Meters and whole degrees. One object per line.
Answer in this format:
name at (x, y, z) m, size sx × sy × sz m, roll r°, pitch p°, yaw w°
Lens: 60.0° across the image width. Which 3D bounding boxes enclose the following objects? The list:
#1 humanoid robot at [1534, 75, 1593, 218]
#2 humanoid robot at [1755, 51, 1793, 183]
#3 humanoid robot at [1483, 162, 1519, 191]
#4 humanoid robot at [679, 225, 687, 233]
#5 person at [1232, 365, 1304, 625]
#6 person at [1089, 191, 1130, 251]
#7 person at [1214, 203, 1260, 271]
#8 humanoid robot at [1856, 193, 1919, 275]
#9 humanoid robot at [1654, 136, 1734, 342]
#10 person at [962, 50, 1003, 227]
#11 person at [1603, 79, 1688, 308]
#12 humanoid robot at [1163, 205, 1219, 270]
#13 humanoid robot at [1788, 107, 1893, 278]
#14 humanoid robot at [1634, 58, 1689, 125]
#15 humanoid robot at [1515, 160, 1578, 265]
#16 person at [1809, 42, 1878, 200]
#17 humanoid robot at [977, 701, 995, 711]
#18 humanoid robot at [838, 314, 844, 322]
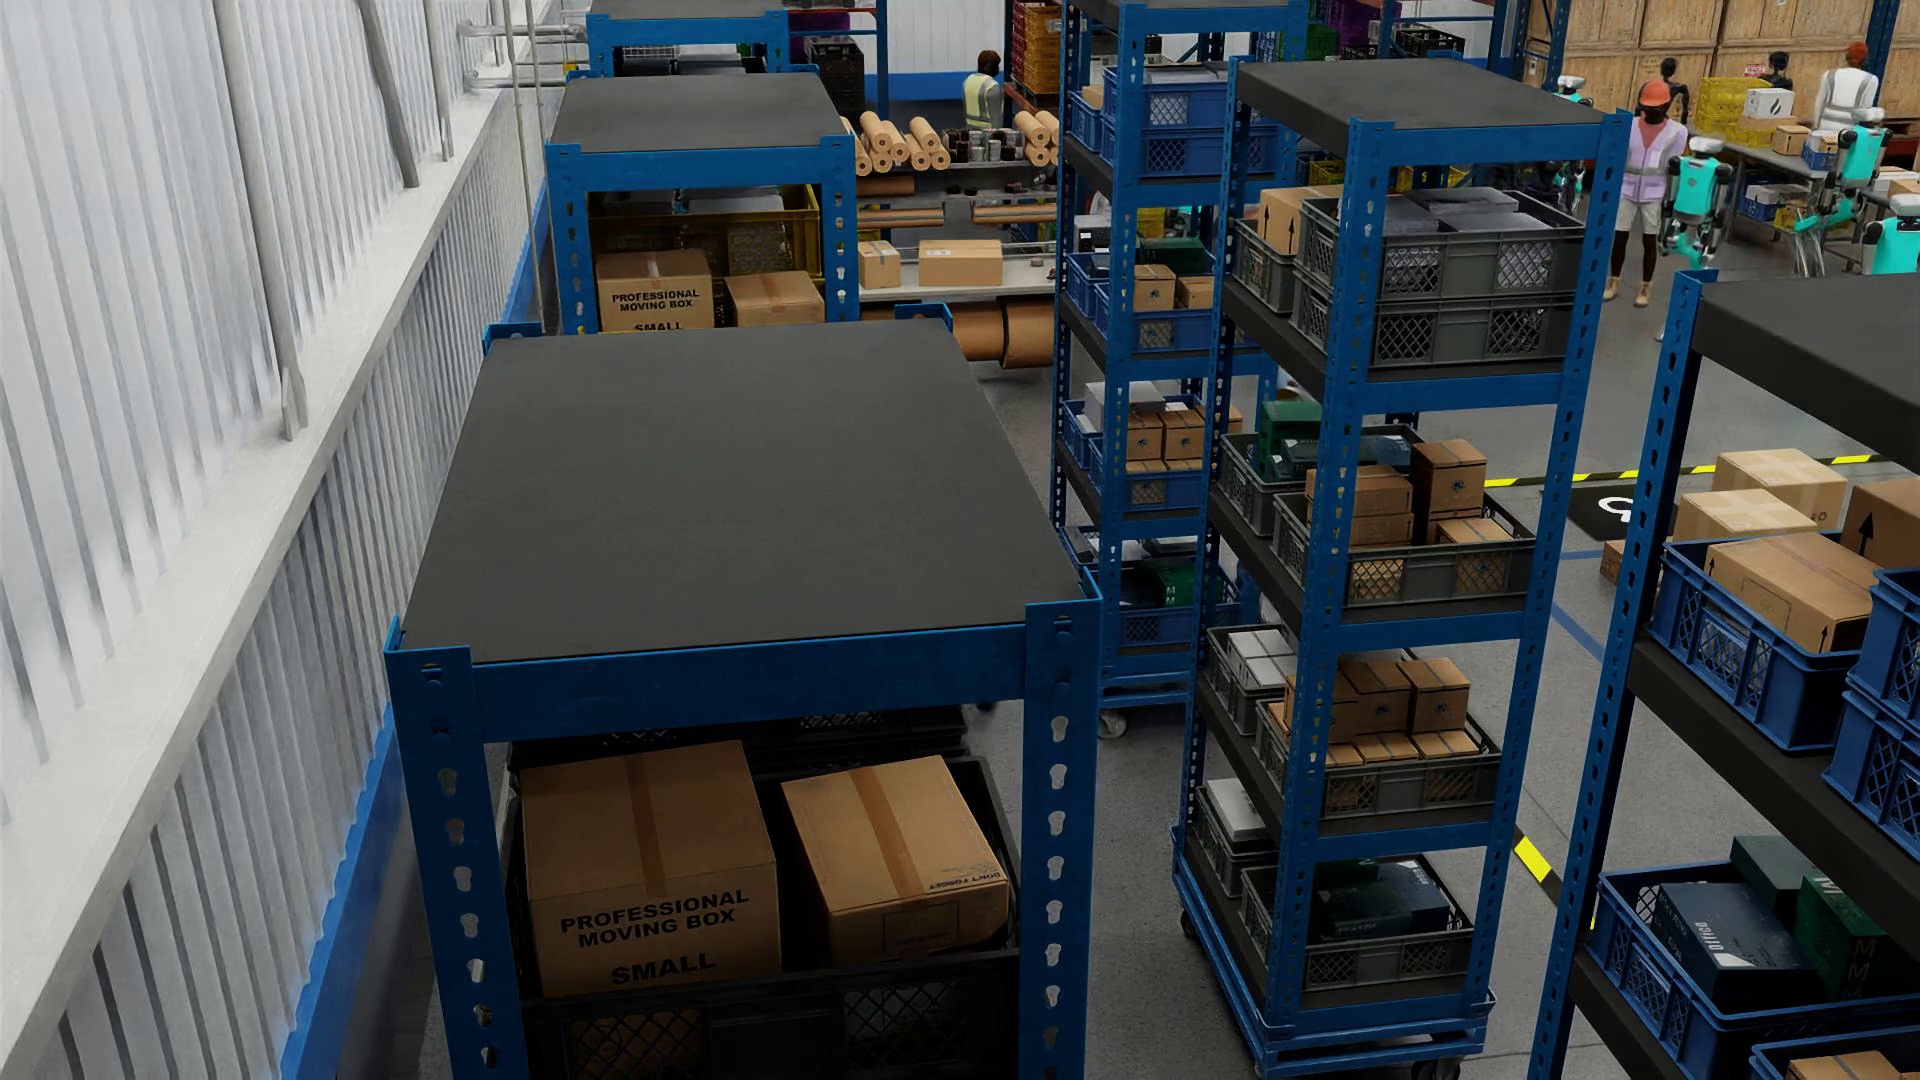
humanoid robot at (6.130, -3.847, 16.742) m, size 0.735 × 1.677 × 0.533 m, roll -22°, pitch 33°, yaw -39°
humanoid robot at (9.104, -4.672, 18.770) m, size 0.557 × 1.644 × 0.601 m, roll -9°, pitch 26°, yaw -19°
humanoid robot at (5.311, -3.576, 16.454) m, size 0.612 × 1.617 × 0.827 m, roll -21°, pitch 32°, yaw -38°
humanoid robot at (-2.794, -3.955, 17.245) m, size 0.588 × 1.625 × 0.487 m, roll 8°, pitch 26°, yaw 16°
person at (1.638, -0.019, 8.490) m, size 0.607 × 1.811 × 0.593 m, roll -19°, pitch 31°, yaw -35°
person at (1.263, -2.496, 13.854) m, size 0.404 × 1.828 × 0.602 m, roll 2°, pitch 25°, yaw 5°
person at (2.347, -2.629, 14.022) m, size 0.610 × 1.938 × 0.469 m, roll 10°, pitch 27°, yaw 21°
humanoid robot at (6.647, -1.550, 11.746) m, size 0.533 × 1.681 × 0.735 m, roll 0°, pitch 25°, yaw 1°
humanoid robot at (6.362, -2.604, 14.252) m, size 1.016 × 1.775 × 0.530 m, roll -20°, pitch 32°, yaw -37°
person at (0.288, -4.267, 17.700) m, size 0.430 × 1.837 × 0.620 m, roll -15°, pitch 28°, yaw -29°
person at (6.120, -3.101, 14.936) m, size 0.604 × 2.032 × 0.412 m, roll 15°, pitch 29°, yaw 30°
humanoid robot at (1.770, -2.324, 13.518) m, size 0.532 × 1.727 × 0.725 m, roll 20°, pitch 31°, yaw 36°
humanoid robot at (7.975, -3.159, 15.248) m, size 0.533 × 1.677 × 0.735 m, roll -8°, pitch 26°, yaw -16°
humanoid robot at (7.716, -4.489, 18.399) m, size 0.601 × 1.644 × 0.510 m, roll 12°, pitch 27°, yaw 24°
humanoid robot at (5.421, -3.129, 15.482) m, size 0.596 × 1.629 × 0.764 m, roll 0°, pitch 25°, yaw 1°
person at (9.672, -4.527, 18.259) m, size 0.583 × 1.830 × 0.977 m, roll 17°, pitch 30°, yaw 33°
humanoid robot at (0.030, 0.193, 8.235) m, size 0.610 × 1.617 × 0.655 m, roll 5°, pitch 25°, yaw 11°
humanoid robot at (-0.816, -0.611, 9.962) m, size 0.589 × 1.646 × 0.557 m, roll -14°, pitch 28°, yaw -27°
